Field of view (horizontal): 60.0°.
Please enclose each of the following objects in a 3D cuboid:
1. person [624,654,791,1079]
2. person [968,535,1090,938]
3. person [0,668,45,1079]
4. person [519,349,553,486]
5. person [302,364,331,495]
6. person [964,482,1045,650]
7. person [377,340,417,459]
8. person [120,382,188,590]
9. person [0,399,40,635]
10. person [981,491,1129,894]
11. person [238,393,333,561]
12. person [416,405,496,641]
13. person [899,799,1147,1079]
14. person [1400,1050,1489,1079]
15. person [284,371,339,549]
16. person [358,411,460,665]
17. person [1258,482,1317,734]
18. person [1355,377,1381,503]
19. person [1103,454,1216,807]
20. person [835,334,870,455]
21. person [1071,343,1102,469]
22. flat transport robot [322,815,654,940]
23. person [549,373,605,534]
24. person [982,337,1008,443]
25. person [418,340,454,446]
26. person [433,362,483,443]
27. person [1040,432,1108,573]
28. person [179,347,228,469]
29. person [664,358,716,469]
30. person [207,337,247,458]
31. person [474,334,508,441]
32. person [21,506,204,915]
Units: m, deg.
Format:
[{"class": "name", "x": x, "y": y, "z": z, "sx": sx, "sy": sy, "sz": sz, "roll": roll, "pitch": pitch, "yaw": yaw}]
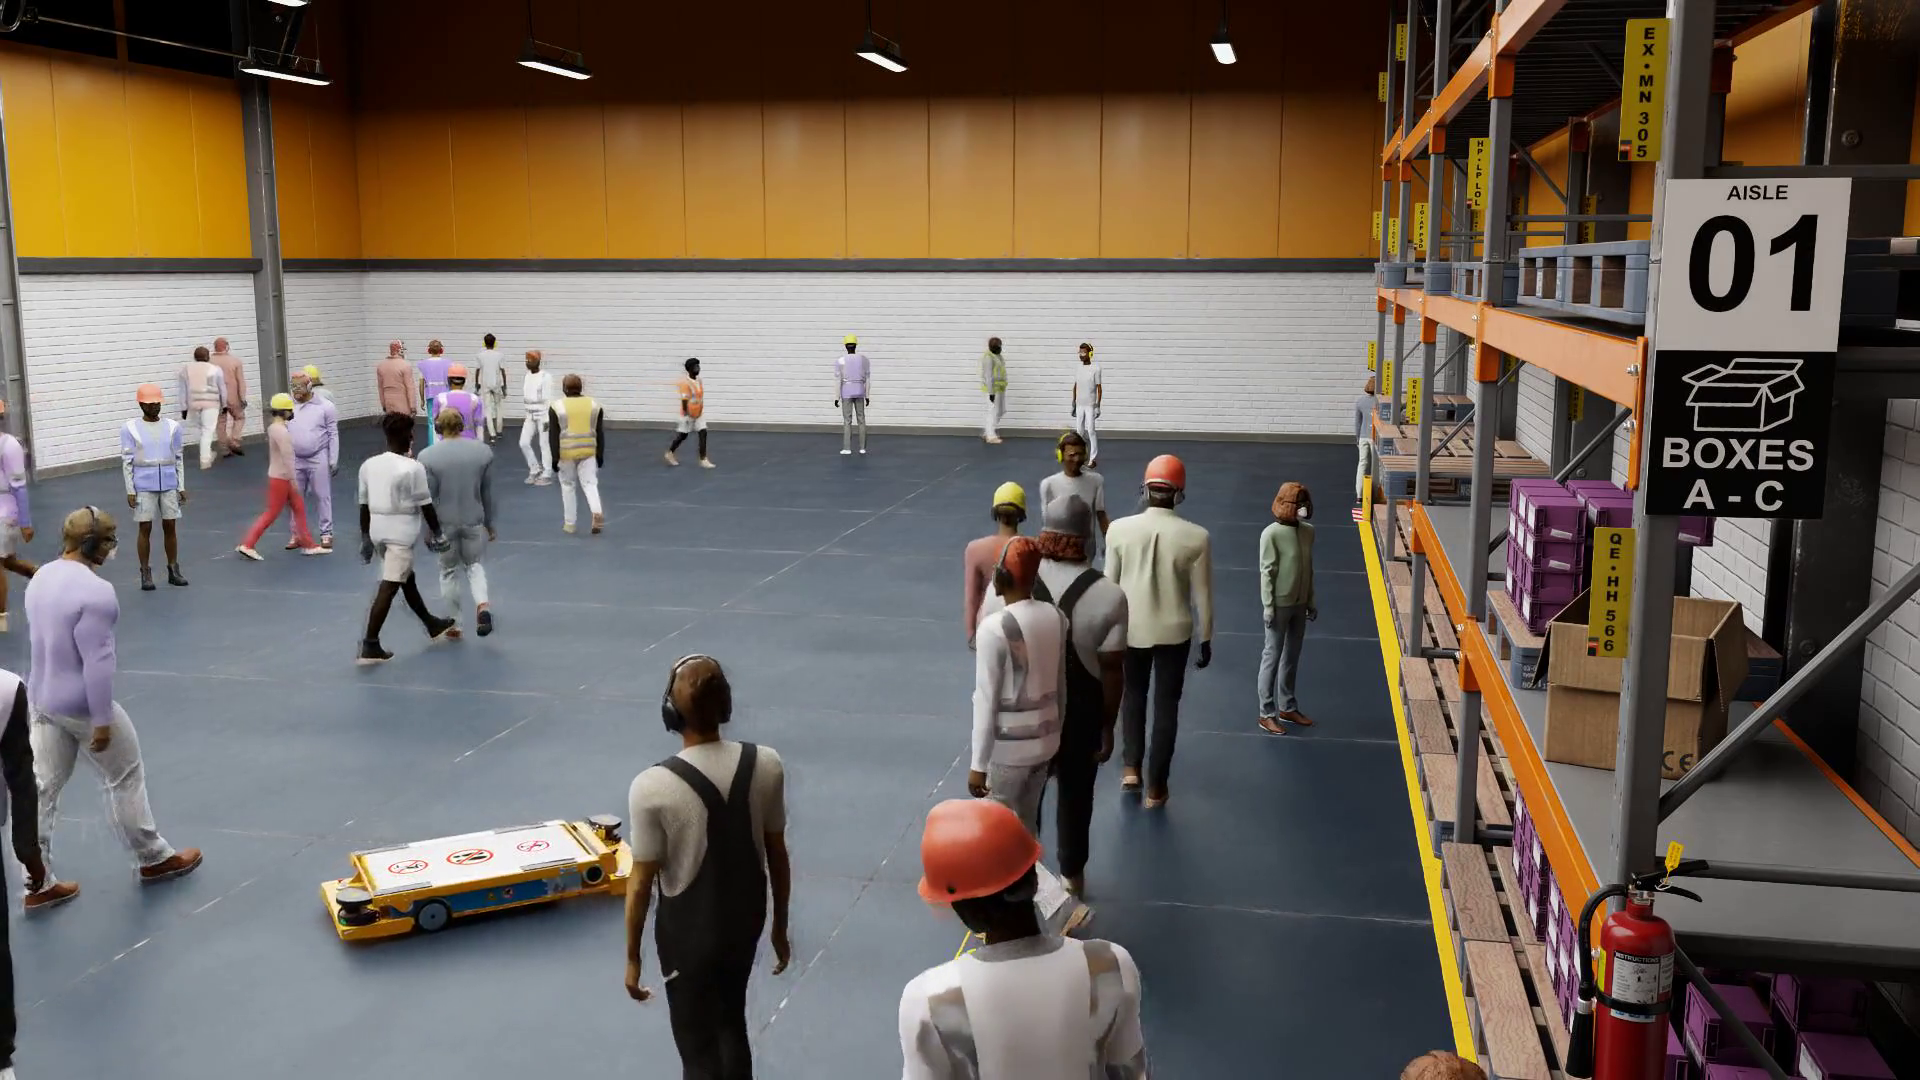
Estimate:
[{"class": "person", "x": -0.825, "y": 1.253, "z": 5.286, "sx": 0.535, "sy": 1.832, "sz": 0.485, "roll": -7, "pitch": 12, "yaw": -35}, {"class": "person", "x": 0.303, "y": 0.914, "z": 7.211, "sx": 0.583, "sy": 1.871, "sz": 0.588, "roll": 7, "pitch": 12, "yaw": 37}, {"class": "person", "x": -3.647, "y": 1.099, "z": 5.982, "sx": 0.598, "sy": 1.921, "sz": 0.398, "roll": -3, "pitch": 10, "yaw": -19}, {"class": "person", "x": -5.792, "y": -1.663, "z": 22.739, "sx": 0.588, "sy": 1.863, "sz": 0.483, "roll": 6, "pitch": 11, "yaw": 32}, {"class": "person", "x": -8.425, "y": -1.421, "z": 21.690, "sx": 0.482, "sy": 1.734, "sz": 0.377, "roll": -7, "pitch": 12, "yaw": -35}, {"class": "person", "x": 0.285, "y": 0.530, "z": 9.900, "sx": 0.526, "sy": 1.754, "sz": 0.418, "roll": 0, "pitch": 9, "yaw": 3}, {"class": "person", "x": -8.377, "y": -2.036, "z": 24.887, "sx": 0.652, "sy": 1.906, "sz": 0.402, "roll": 5, "pitch": 10, "yaw": 25}, {"class": "person", "x": -7.527, "y": -0.507, "z": 15.577, "sx": 0.545, "sy": 1.939, "sz": 0.354, "roll": -9, "pitch": 13, "yaw": -42}, {"class": "person", "x": -7.776, "y": -0.233, "z": 13.695, "sx": 0.634, "sy": 2.016, "sz": 0.873, "roll": 8, "pitch": 12, "yaw": 41}, {"class": "person", "x": 0.429, "y": 0.753, "z": 7.676, "sx": 0.684, "sy": 2.000, "sz": 0.977, "roll": 1, "pitch": 10, "yaw": 8}, {"class": "person", "x": -7.002, "y": -0.652, "z": 17.091, "sx": 0.895, "sy": 1.725, "sz": 0.536, "roll": -5, "pitch": 11, "yaw": -27}, {"class": "person", "x": -3.997, "y": -0.120, "z": 13.302, "sx": 0.640, "sy": 1.921, "sz": 0.560, "roll": -7, "pitch": 11, "yaw": -35}, {"class": "person", "x": 0.158, "y": 1.501, "z": 3.611, "sx": 0.572, "sy": 1.894, "sz": 0.663, "roll": -1, "pitch": 10, "yaw": -8}, {"class": "person", "x": 0.929, "y": 1.725, "z": 3.137, "sx": 0.530, "sy": 1.585, "sz": 0.854, "roll": 4, "pitch": 10, "yaw": 21}, {"class": "person", "x": -6.960, "y": -0.844, "z": 17.716, "sx": 0.651, "sy": 1.901, "sz": 0.401, "roll": -1, "pitch": 9, "yaw": -7}, {"class": "person", "x": -4.285, "y": -0.041, "z": 12.840, "sx": 0.605, "sy": 1.900, "sz": 1.064, "roll": 6, "pitch": 11, "yaw": 33}, {"class": "person", "x": 2.141, "y": 0.433, "z": 10.832, "sx": 0.501, "sy": 1.633, "sz": 0.279, "roll": -8, "pitch": 12, "yaw": -41}, {"class": "person", "x": 5.210, "y": -1.257, "z": 21.009, "sx": 0.279, "sy": 1.632, "sz": 0.502, "roll": -7, "pitch": 12, "yaw": -38}, {"class": "person", "x": 1.115, "y": 0.506, "z": 9.350, "sx": 0.662, "sy": 1.975, "sz": 0.469, "roll": 3, "pitch": 10, "yaw": 16}, {"class": "person", "x": -1.720, "y": -2.310, "z": 26.506, "sx": 0.585, "sy": 1.917, "sz": 0.382, "roll": -3, "pitch": 10, "yaw": -19}, {"class": "person", "x": 1.866, "y": -1.994, "z": 24.742, "sx": 0.531, "sy": 1.870, "sz": 0.318, "roll": 8, "pitch": 12, "yaw": 39}, {"class": "flat transport robot", "x": -2.256, "y": 1.590, "z": 7.956, "sx": 1.431, "sy": 0.197, "sz": 0.652, "roll": -5, "pitch": 11, "yaw": -27}, {"class": "person", "x": -4.271, "y": -0.954, "z": 18.634, "sx": 0.637, "sy": 1.824, "sz": 0.783, "roll": -5, "pitch": 11, "yaw": -28}, {"class": "person", "x": 0.572, "y": -2.530, "z": 28.183, "sx": 0.494, "sy": 1.809, "sz": 0.686, "roll": 3, "pitch": 10, "yaw": 19}, {"class": "person", "x": -8.183, "y": -2.206, "z": 26.080, "sx": 0.566, "sy": 1.849, "sz": 0.387, "roll": -2, "pitch": 10, "yaw": -12}, {"class": "person", "x": -5.733, "y": -1.064, "z": 18.980, "sx": 0.585, "sy": 1.920, "sz": 0.408, "roll": -5, "pitch": 11, "yaw": -27}, {"class": "person", "x": 0.834, "y": 0.100, "z": 12.244, "sx": 0.514, "sy": 1.835, "sz": 0.938, "roll": -3, "pitch": 10, "yaw": -20}, {"class": "person", "x": -11.317, "y": -1.994, "z": 24.966, "sx": 0.620, "sy": 1.792, "sz": 0.949, "roll": 0, "pitch": 9, "yaw": -1}, {"class": "person", "x": -4.060, "y": -1.890, "z": 24.756, "sx": 0.815, "sy": 1.666, "sz": 0.529, "roll": 5, "pitch": 10, "yaw": 26}, {"class": "person", "x": -11.517, "y": -2.238, "z": 26.127, "sx": 0.671, "sy": 1.892, "sz": 0.508, "roll": -1, "pitch": 9, "yaw": -4}, {"class": "person", "x": -8.125, "y": -2.640, "z": 28.750, "sx": 0.539, "sy": 1.836, "sz": 0.876, "roll": -4, "pitch": 10, "yaw": -21}, {"class": "person", "x": -4.127, "y": 0.779, "z": 7.950, "sx": 0.661, "sy": 1.887, "sz": 0.924, "roll": 5, "pitch": 11, "yaw": 29}]
